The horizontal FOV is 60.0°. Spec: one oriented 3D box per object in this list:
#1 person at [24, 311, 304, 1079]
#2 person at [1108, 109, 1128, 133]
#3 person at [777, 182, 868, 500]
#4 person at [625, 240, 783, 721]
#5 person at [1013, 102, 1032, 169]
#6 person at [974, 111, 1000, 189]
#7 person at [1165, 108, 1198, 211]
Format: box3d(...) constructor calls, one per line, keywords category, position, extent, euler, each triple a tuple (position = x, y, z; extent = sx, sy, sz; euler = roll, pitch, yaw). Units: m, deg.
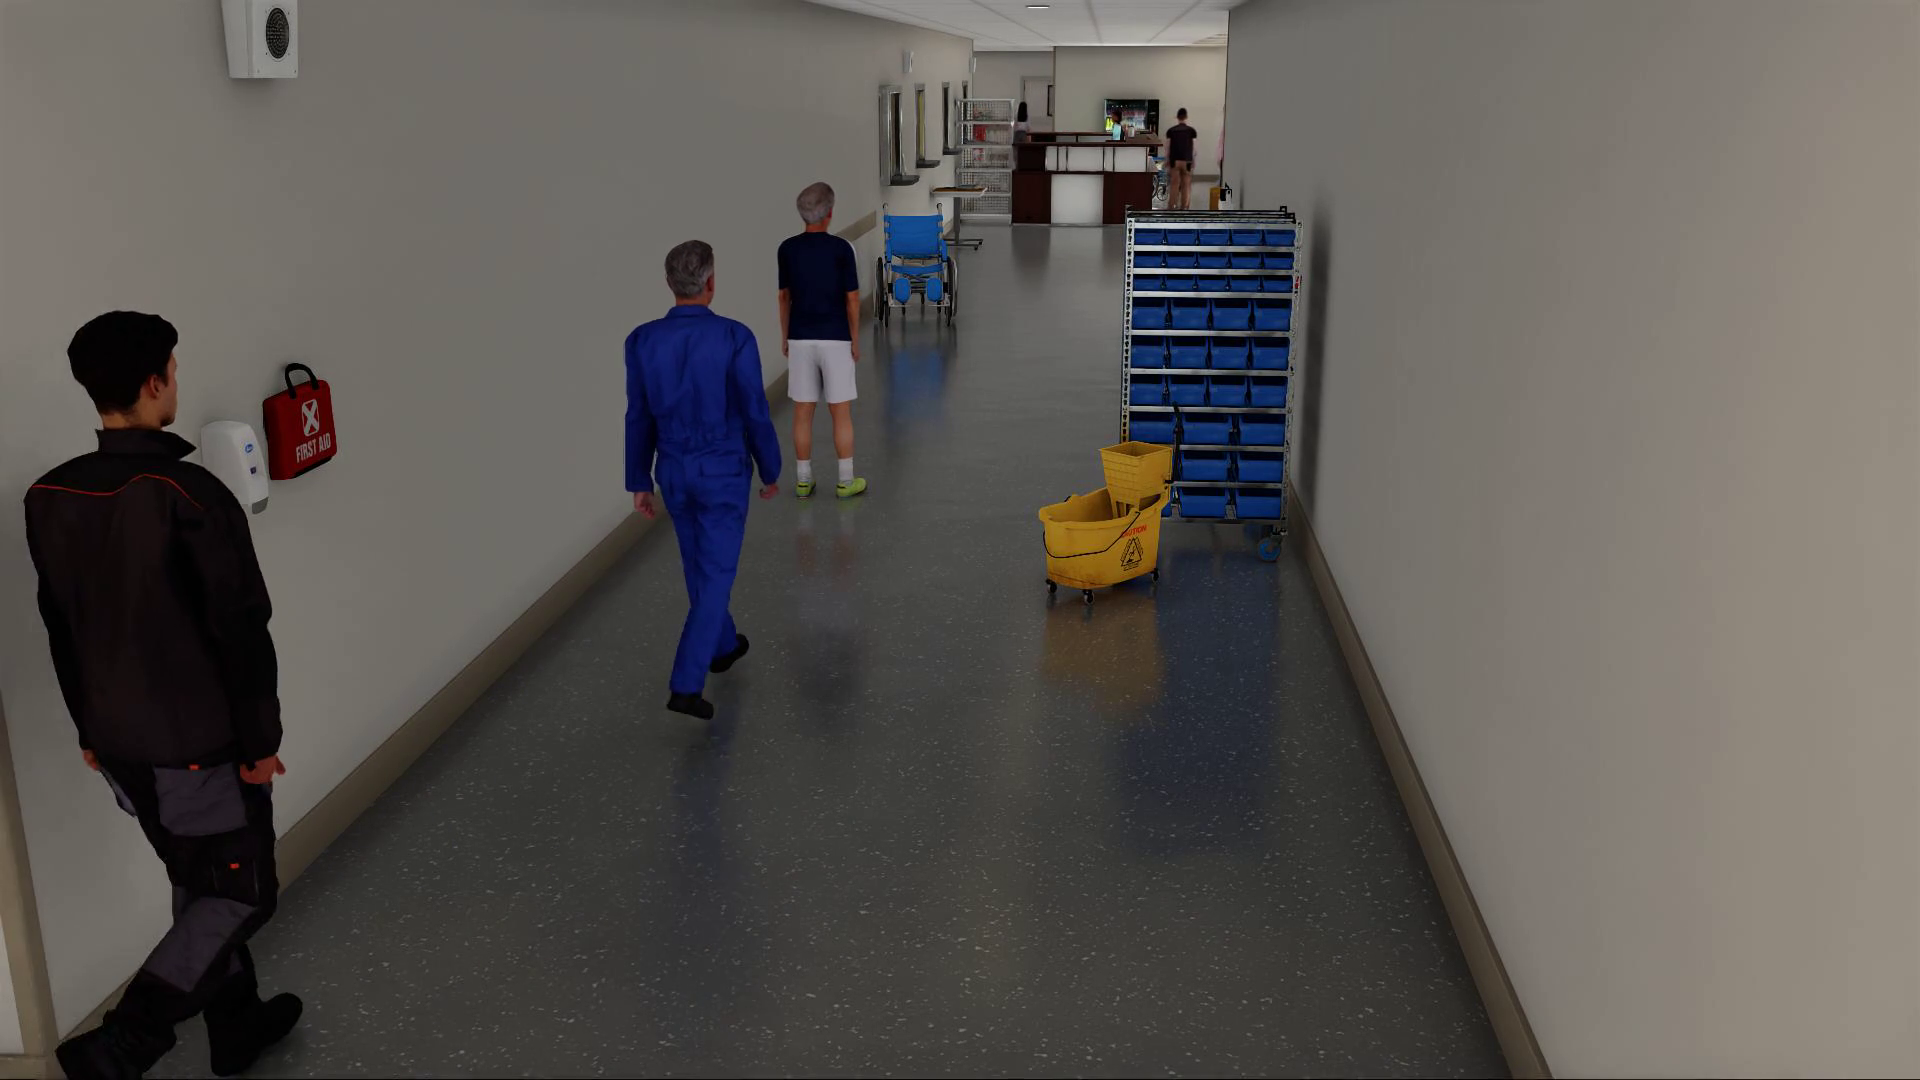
box3d(category="person", position=(-1.847, 0.464, 3.802), extent=(1.041, 1.918, 0.899), euler=(4, 16, 15))
box3d(category="person", position=(3.377, -8.248, 35.182), extent=(1.122, 1.660, 1.019), euler=(-10, 19, -31))
box3d(category="person", position=(-0.819, -1.166, 9.732), extent=(0.526, 1.838, 0.715), euler=(3, 16, 11))
box3d(category="person", position=(-1.006, -0.187, 6.360), extent=(1.223, 1.784, 0.951), euler=(5, 16, 16))
box3d(category="person", position=(1.485, -9.725, 40.357), extent=(1.047, 1.694, 0.766), euler=(3, 16, 11))
box3d(category="person", position=(0.446, -7.668, 33.129), extent=(1.164, 1.656, 0.945), euler=(-8, 18, -26))
box3d(category="person", position=(3.801, -6.515, 28.771), extent=(1.143, 1.802, 0.828), euler=(3, 16, 11))
